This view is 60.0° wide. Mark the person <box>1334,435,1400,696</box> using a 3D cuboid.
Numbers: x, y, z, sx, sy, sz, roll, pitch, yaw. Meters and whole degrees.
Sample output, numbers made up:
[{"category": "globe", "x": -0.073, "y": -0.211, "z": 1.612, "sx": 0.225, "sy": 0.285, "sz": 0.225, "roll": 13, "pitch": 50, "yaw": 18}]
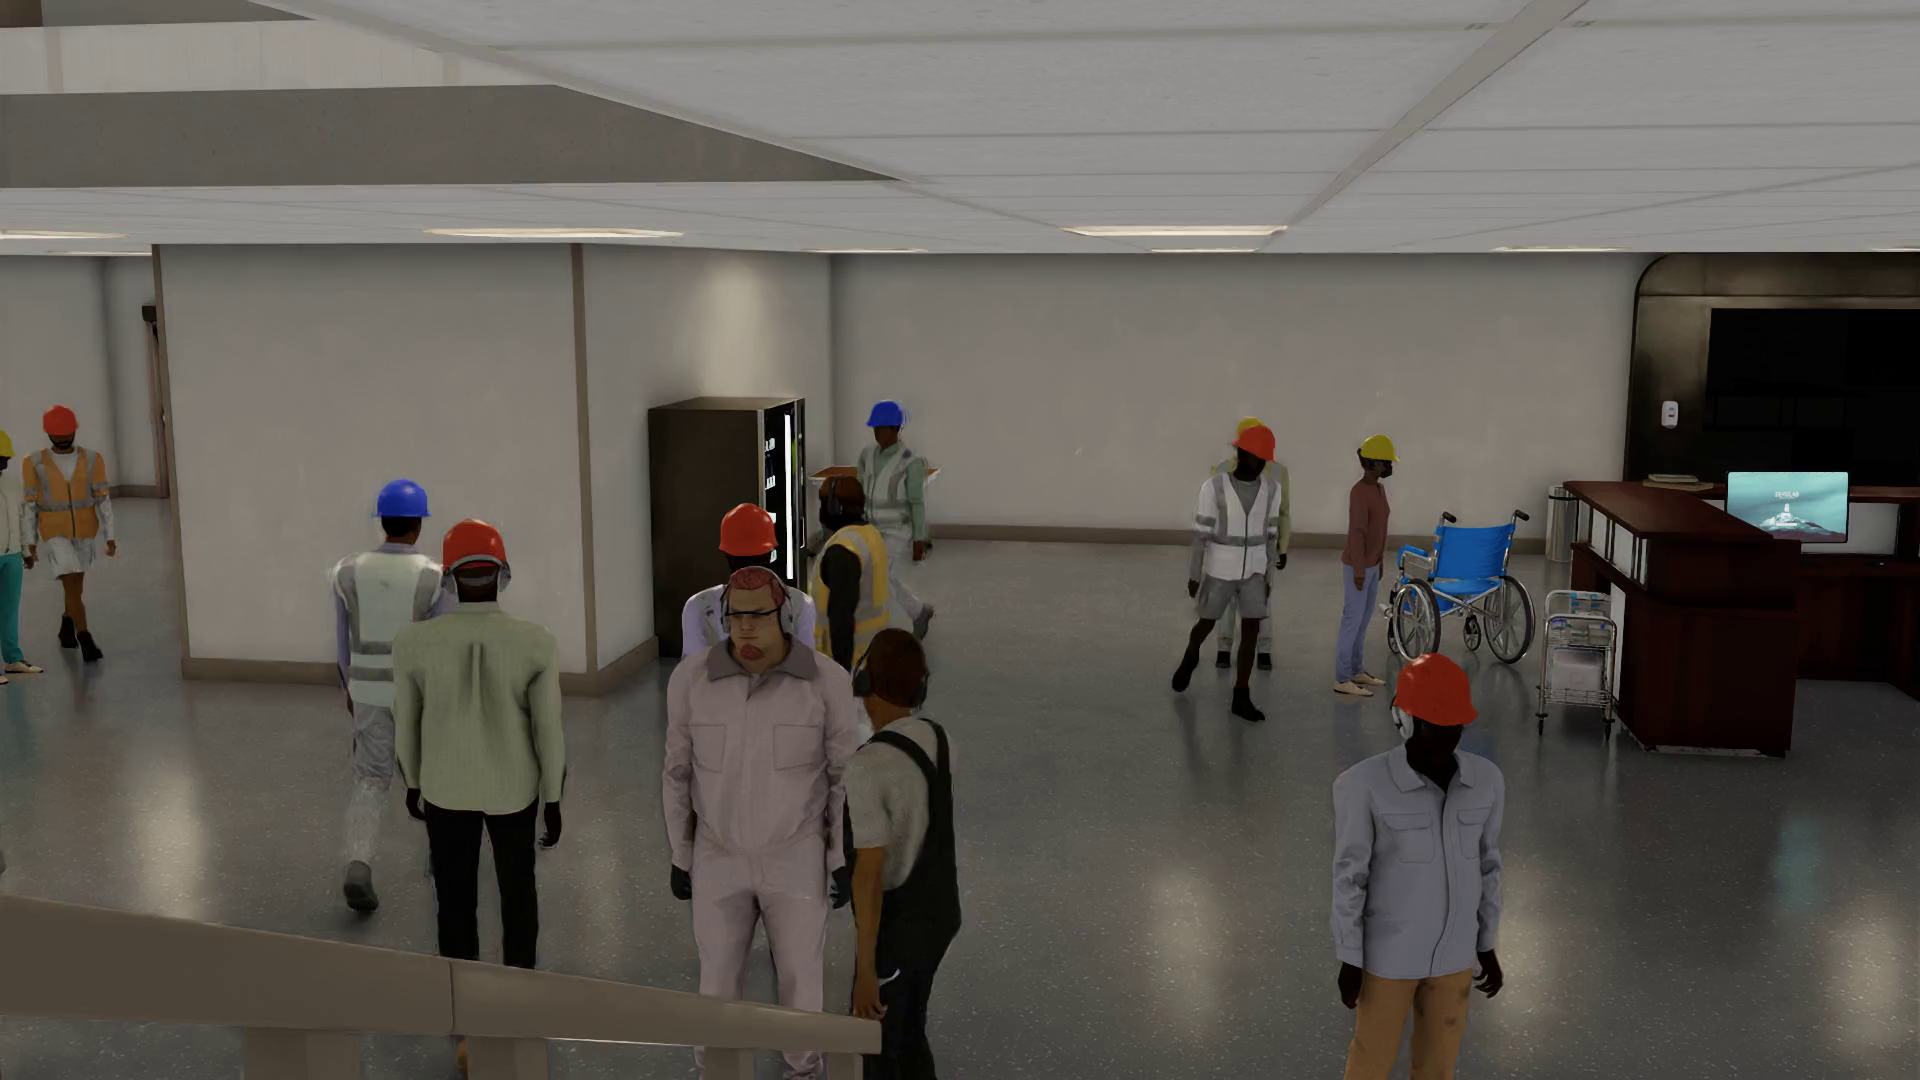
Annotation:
[{"category": "person", "x": 2.757, "y": 0.167, "z": 11.201, "sx": 0.349, "sy": 1.758, "sz": 0.522, "roll": 5, "pitch": 11, "yaw": 29}]

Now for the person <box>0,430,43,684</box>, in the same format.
[{"category": "person", "x": -6.667, "y": 0.106, "z": 11.554, "sx": 0.324, "sy": 1.763, "sz": 0.524, "roll": 2, "pitch": 9, "yaw": 13}]

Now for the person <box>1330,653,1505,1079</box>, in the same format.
[{"category": "person", "x": 1.356, "y": 1.188, "z": 4.894, "sx": 0.560, "sy": 1.752, "sz": 0.326, "roll": -3, "pitch": 10, "yaw": -17}]

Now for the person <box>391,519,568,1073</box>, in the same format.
[{"category": "person", "x": -1.736, "y": 0.901, "z": 6.046, "sx": 0.602, "sy": 1.958, "sz": 0.939, "roll": -3, "pitch": 10, "yaw": -17}]

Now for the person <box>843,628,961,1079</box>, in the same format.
[{"category": "person", "x": -0.202, "y": 1.175, "z": 4.831, "sx": 0.394, "sy": 1.800, "sz": 0.696, "roll": 4, "pitch": 10, "yaw": 24}]

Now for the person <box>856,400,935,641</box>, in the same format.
[{"category": "person", "x": -0.472, "y": -0.087, "z": 12.273, "sx": 0.620, "sy": 1.923, "sz": 0.854, "roll": 9, "pitch": 13, "yaw": 44}]

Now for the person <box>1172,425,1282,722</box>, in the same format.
[{"category": "person", "x": 1.750, "y": 0.170, "z": 10.791, "sx": 0.578, "sy": 1.895, "sz": 0.859, "roll": -1, "pitch": 9, "yaw": -9}]

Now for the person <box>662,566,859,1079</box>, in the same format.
[{"category": "person", "x": -0.653, "y": 1.024, "z": 5.439, "sx": 0.643, "sy": 1.910, "sz": 0.399, "roll": 0, "pitch": 9, "yaw": 2}]

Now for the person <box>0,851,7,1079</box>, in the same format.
[{"category": "person", "x": -3.491, "y": 1.017, "z": 5.580, "sx": 0.513, "sy": 1.876, "sz": 0.328, "roll": -2, "pitch": 9, "yaw": -13}]

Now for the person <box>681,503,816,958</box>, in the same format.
[{"category": "person", "x": -0.829, "y": 0.811, "z": 6.658, "sx": 0.545, "sy": 1.938, "sz": 0.359, "roll": -3, "pitch": 10, "yaw": -17}]

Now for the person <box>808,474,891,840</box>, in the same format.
[{"category": "person", "x": -0.586, "y": 0.574, "z": 8.482, "sx": 0.445, "sy": 1.822, "sz": 0.626, "roll": 2, "pitch": 9, "yaw": 14}]

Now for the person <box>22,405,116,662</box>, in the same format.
[{"category": "person", "x": -6.574, "y": -0.070, "z": 12.294, "sx": 0.560, "sy": 1.886, "sz": 1.014, "roll": -8, "pitch": 12, "yaw": -40}]

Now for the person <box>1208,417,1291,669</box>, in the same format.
[{"category": "person", "x": 2.055, "y": 0.027, "z": 11.865, "sx": 0.595, "sy": 1.823, "sz": 0.403, "roll": 1, "pitch": 9, "yaw": 7}]

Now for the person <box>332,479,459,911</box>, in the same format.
[{"category": "person", "x": -2.559, "y": 0.688, "z": 7.517, "sx": 0.596, "sy": 1.913, "sz": 0.889, "roll": 0, "pitch": 9, "yaw": -1}]
